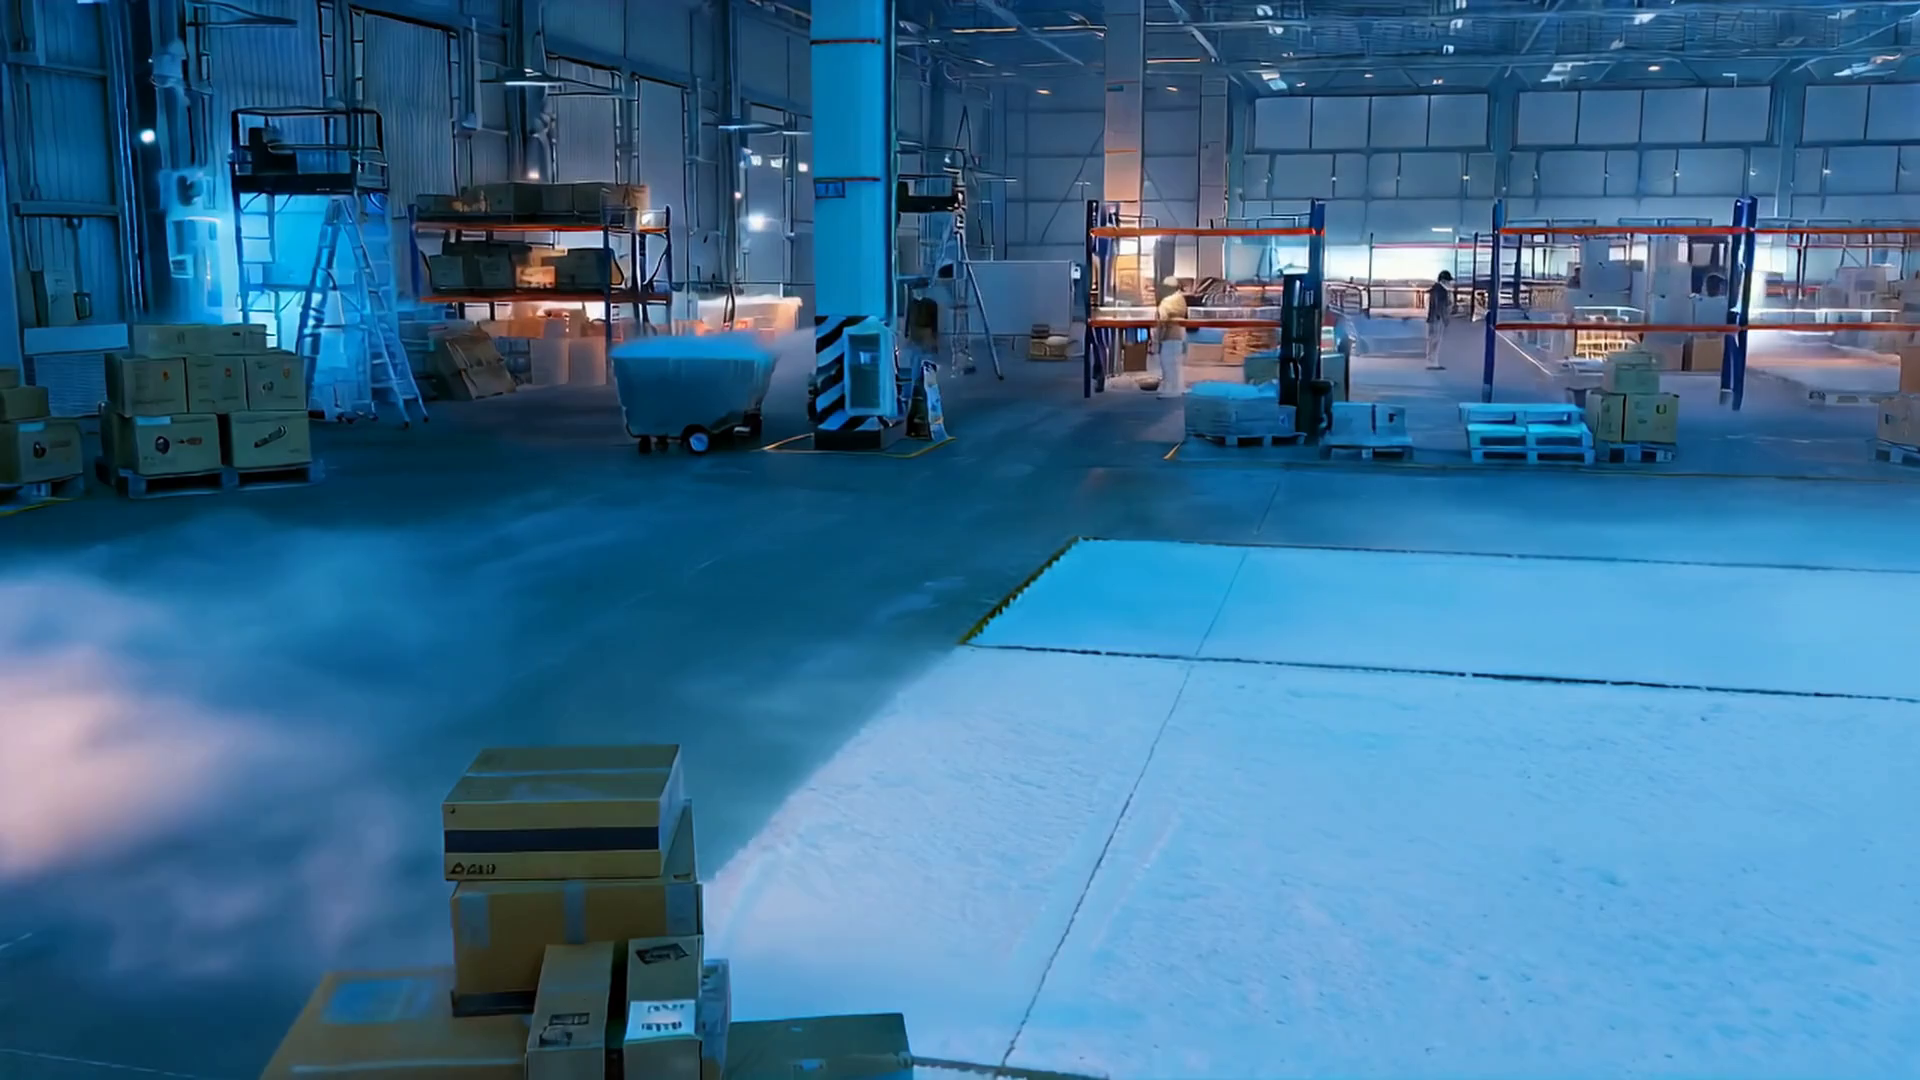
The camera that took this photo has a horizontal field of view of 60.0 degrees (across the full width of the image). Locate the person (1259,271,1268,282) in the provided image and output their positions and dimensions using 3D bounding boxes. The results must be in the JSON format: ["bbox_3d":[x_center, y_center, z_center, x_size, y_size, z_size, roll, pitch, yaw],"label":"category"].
[{"bbox_3d":[10.894,-8.756,59.439,0.540,1.695,0.317,-6,11,-30],"label":"person"}]

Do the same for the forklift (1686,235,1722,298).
[{"bbox_3d":[21.918,-7.609,49.204,1.873,2.768,1.129,-8,12,-38],"label":"forklift"}]

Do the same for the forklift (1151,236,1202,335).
[{"bbox_3d":[5.866,-7.214,46.878,1.873,2.768,1.129,2,10,14],"label":"forklift"}]

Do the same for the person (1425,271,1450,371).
[{"bbox_3d":[9.218,-4.217,32.057,0.386,1.932,0.622,8,12,38],"label":"person"}]

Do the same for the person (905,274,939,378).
[{"bbox_3d":[-0.580,-3.010,24.924,0.566,1.926,0.400,9,13,42],"label":"person"}]

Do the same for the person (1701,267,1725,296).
[{"bbox_3d":[21.915,-6.994,48.423,0.631,1.923,0.642,3,10,19],"label":"person"}]

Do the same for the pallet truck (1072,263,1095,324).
[{"bbox_3d":[4.325,-8.180,55.162,0.823,1.965,1.885,6,11,31],"label":"pallet truck"}]

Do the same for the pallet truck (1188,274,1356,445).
[{"bbox_3d":[3.653,-2.138,19.590,1.885,1.965,0.823,-4,10,-20],"label":"pallet truck"}]

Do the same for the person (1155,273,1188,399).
[{"bbox_3d":[3.265,-3.142,25.695,0.588,1.930,0.364,-9,13,-43],"label":"person"}]

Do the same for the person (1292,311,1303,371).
[{"bbox_3d":[6.617,-4.099,31.919,0.330,1.735,0.485,6,11,32],"label":"person"}]
